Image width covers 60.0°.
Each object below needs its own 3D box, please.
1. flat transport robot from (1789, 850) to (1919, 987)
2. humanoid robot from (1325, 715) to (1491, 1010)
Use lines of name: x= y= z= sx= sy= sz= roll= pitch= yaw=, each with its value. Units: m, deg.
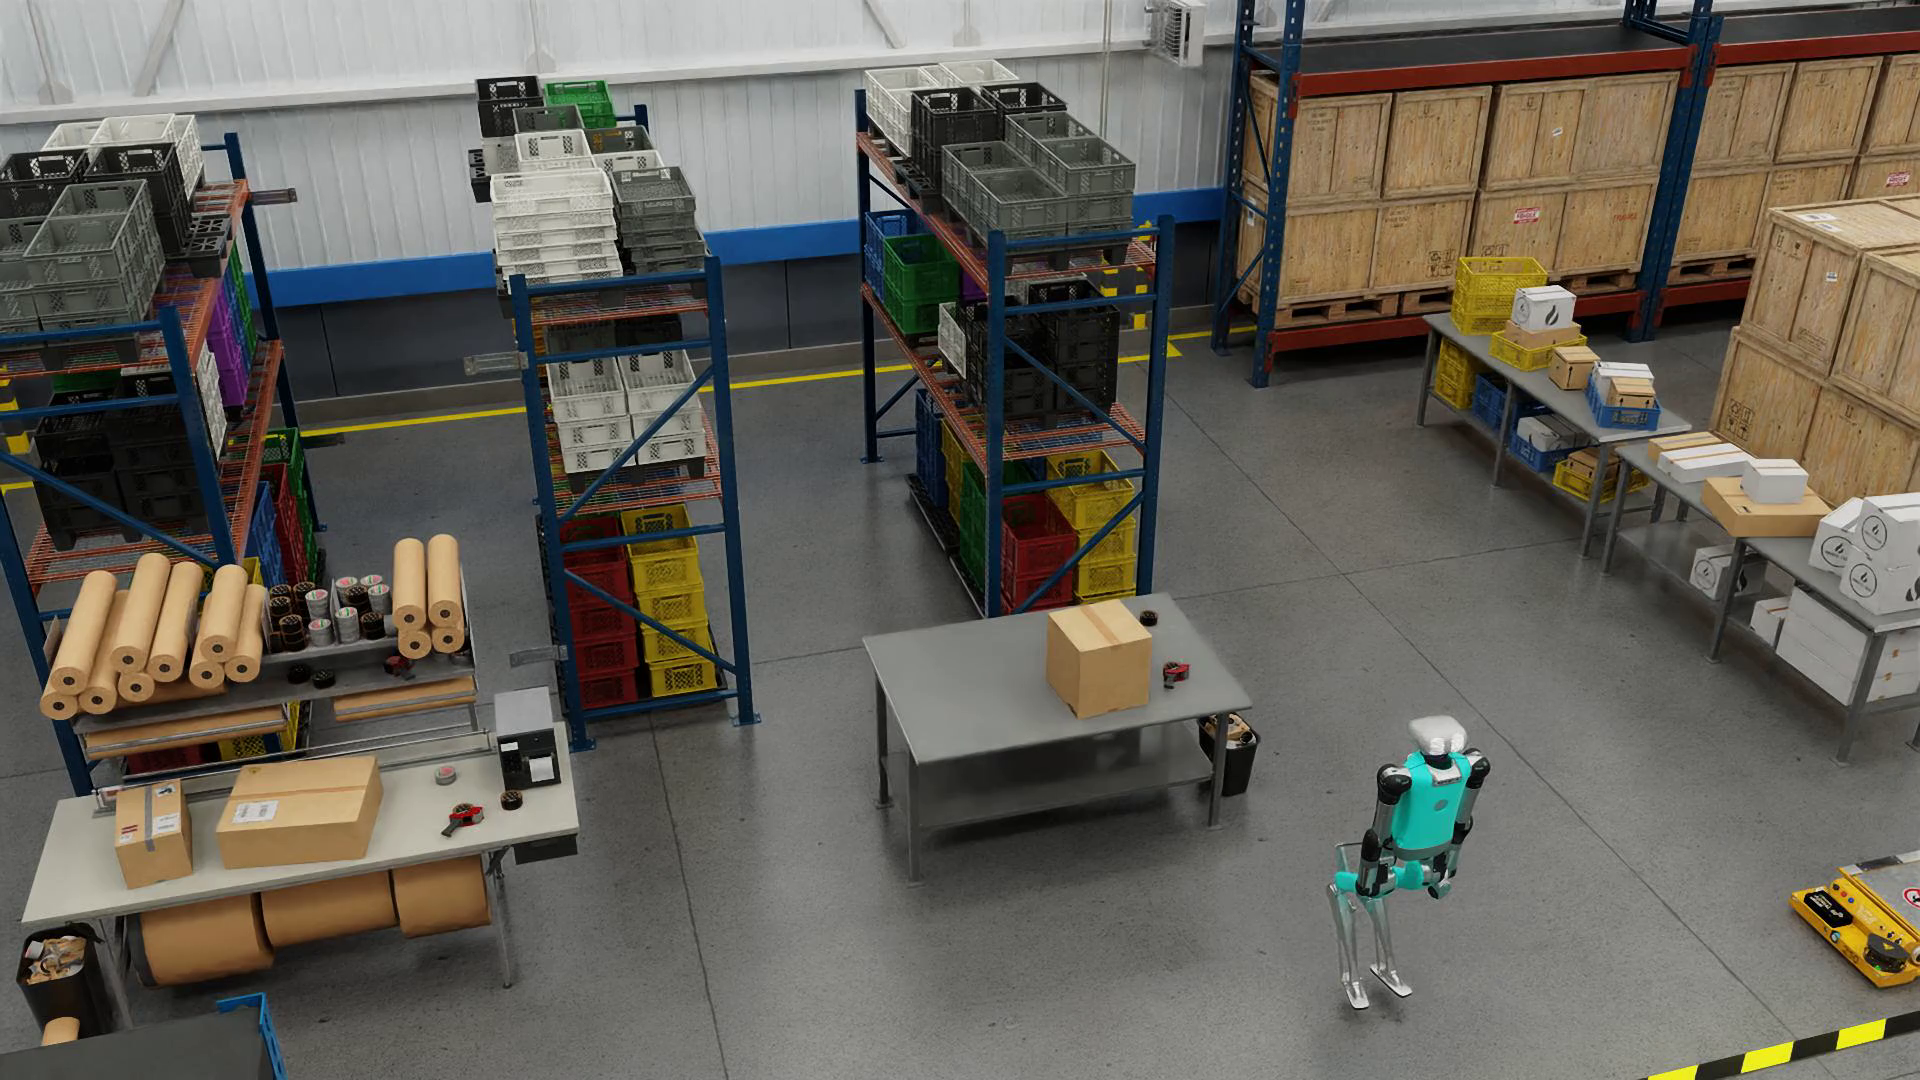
flat transport robot: x=5.163 y=1.916 z=8.676 sx=1.431 sy=0.231 sz=0.659 roll=-8 pitch=30 yaw=-14
humanoid robot: x=2.029 y=1.438 z=7.880 sx=0.533 sy=1.677 sz=0.735 roll=-8 pitch=30 yaw=-15
